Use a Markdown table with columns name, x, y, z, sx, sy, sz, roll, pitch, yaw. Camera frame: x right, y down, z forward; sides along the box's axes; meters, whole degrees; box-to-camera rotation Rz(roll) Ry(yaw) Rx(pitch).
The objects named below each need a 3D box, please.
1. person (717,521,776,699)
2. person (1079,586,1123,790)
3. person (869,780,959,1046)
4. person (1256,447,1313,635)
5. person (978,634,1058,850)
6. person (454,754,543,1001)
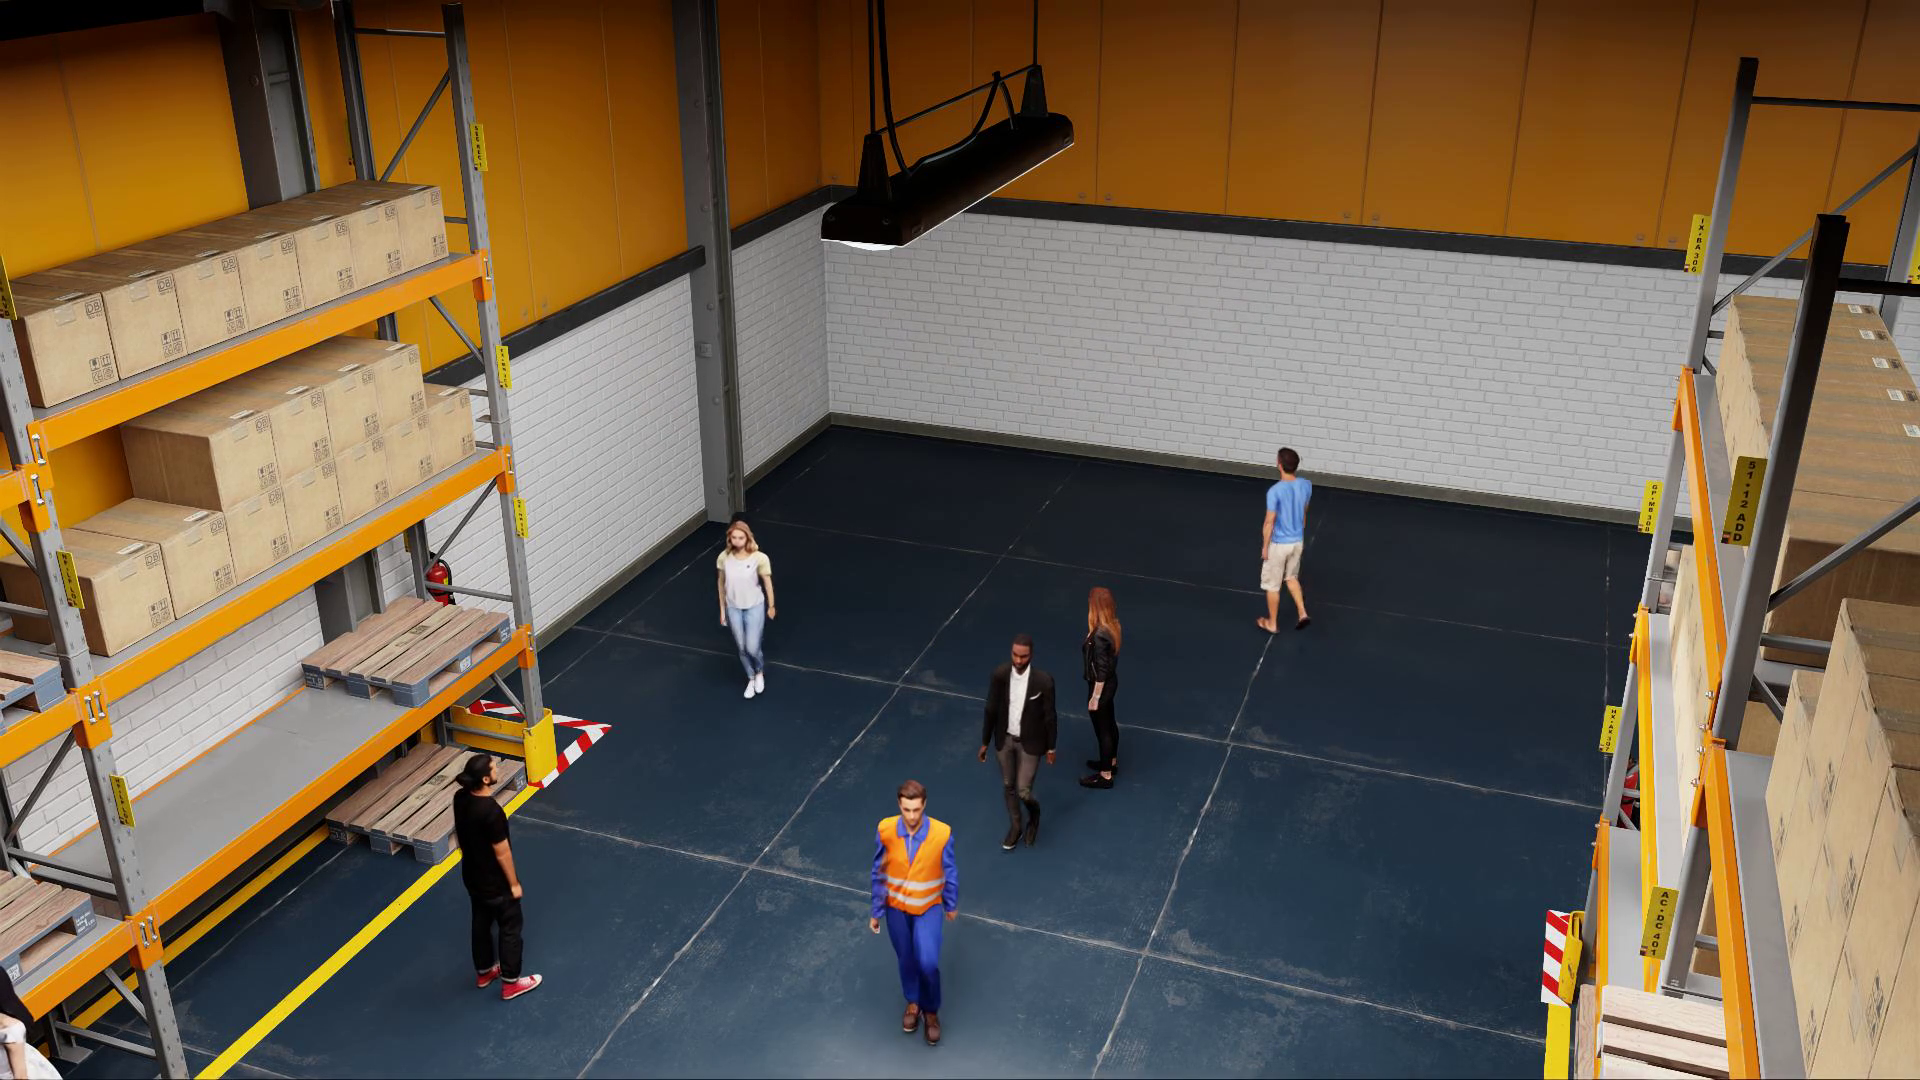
| name | x | y | z | sx | sy | sz | roll | pitch | yaw |
| --- | --- | --- | --- | --- | --- | --- | --- | --- | --- |
| person | -1.857 | 0.565 | 14.503 | 0.674 | 1.702 | 0.660 | 4 | 24 | 9 |
| person | 1.138 | 1.156 | 13.143 | 0.673 | 1.707 | 0.472 | 7 | 25 | 16 |
| person | -0.285 | 2.255 | 10.456 | 0.757 | 1.847 | 0.762 | 3 | 24 | 7 |
| person | 3.081 | 0.055 | 15.480 | 0.910 | 1.853 | 0.968 | -11 | 26 | -23 |
| person | 0.479 | 1.463 | 12.341 | 0.721 | 1.788 | 0.678 | 12 | 26 | 25 |
| person | -3.058 | 2.173 | 10.759 | 0.701 | 1.754 | 0.688 | 17 | 29 | 34 |
